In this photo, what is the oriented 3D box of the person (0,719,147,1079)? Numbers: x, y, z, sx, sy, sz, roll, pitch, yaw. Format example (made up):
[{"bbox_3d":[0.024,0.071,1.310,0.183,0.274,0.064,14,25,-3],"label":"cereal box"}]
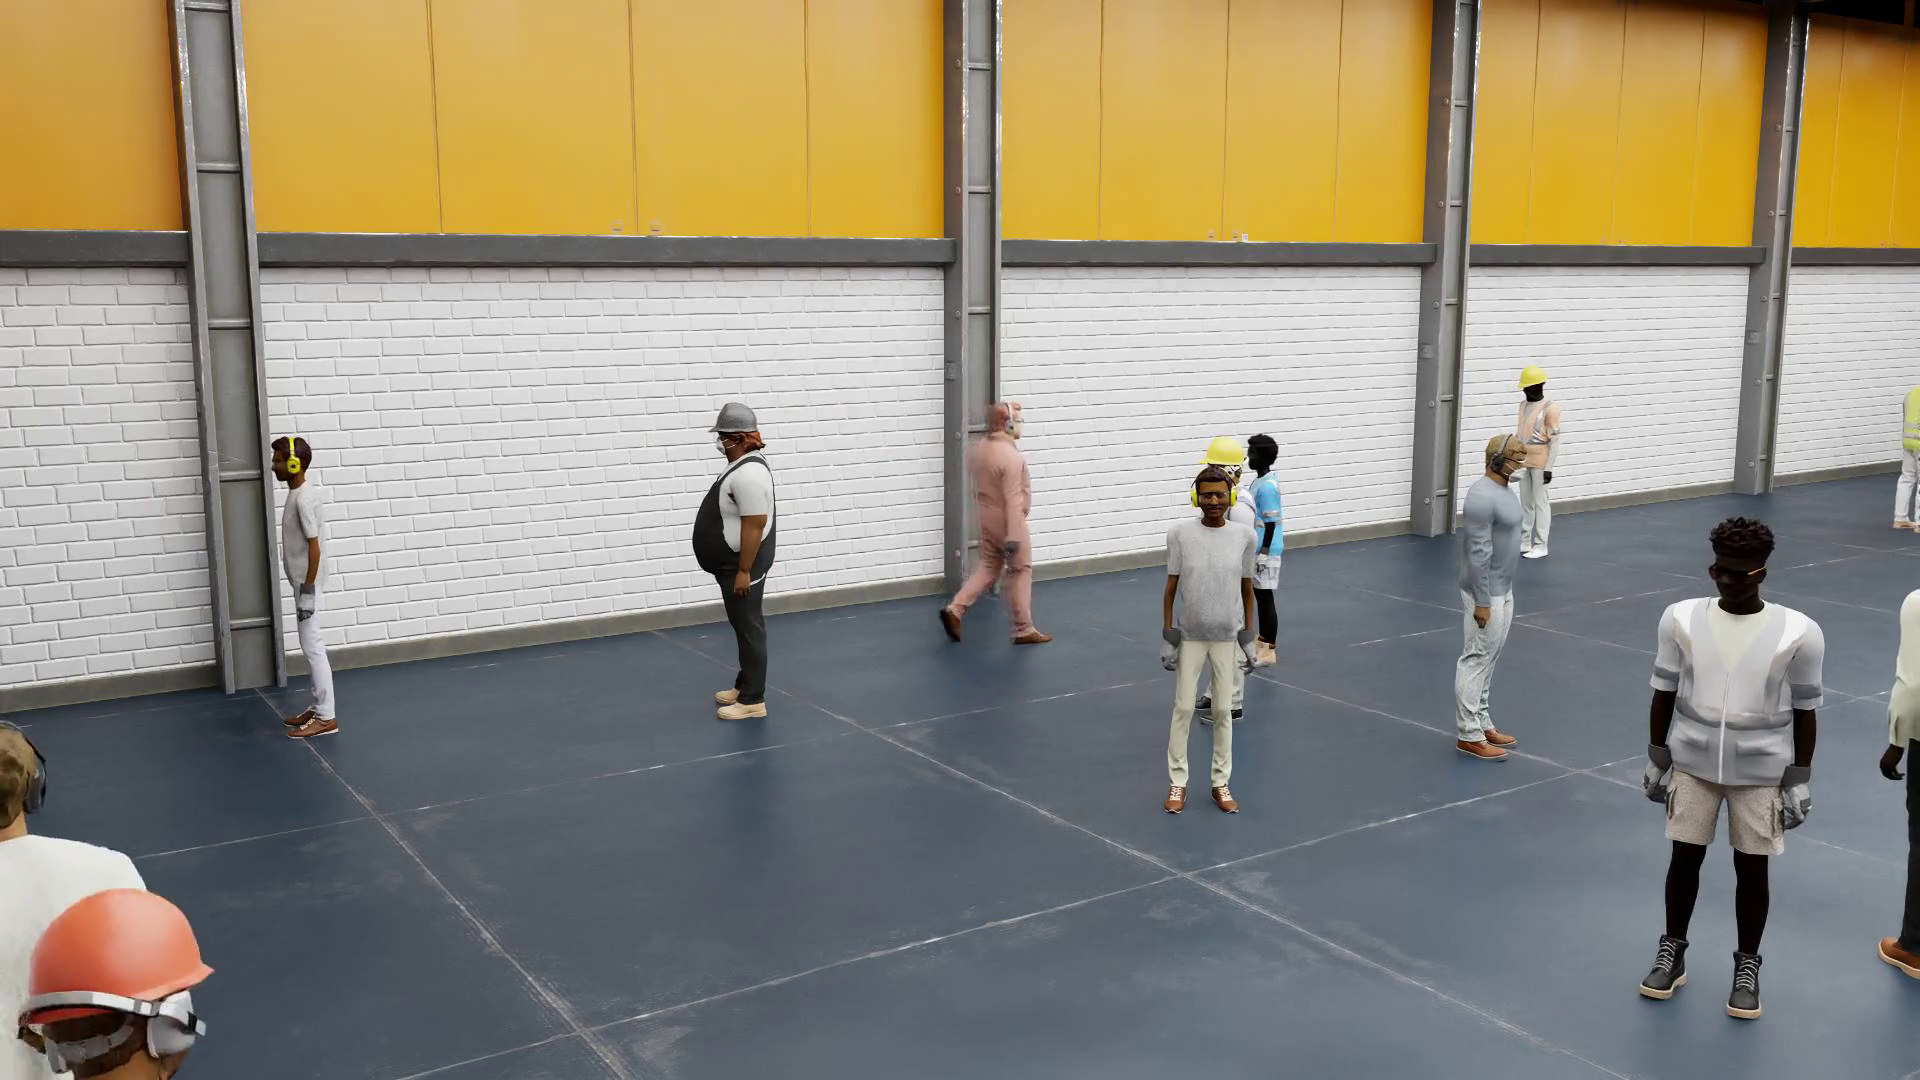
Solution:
[{"bbox_3d":[-2.101,1.353,3.735,0.836,1.917,0.631,9,13,42],"label":"person"}]

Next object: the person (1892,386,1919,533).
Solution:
[{"bbox_3d":[10.530,-0.991,18.133,0.435,1.832,0.630,-1,10,-8],"label":"person"}]

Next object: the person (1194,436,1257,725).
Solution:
[{"bbox_3d":[1.666,0.254,10.601,0.404,1.833,0.590,-1,10,-8],"label":"person"}]

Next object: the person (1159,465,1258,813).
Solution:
[{"bbox_3d":[1.323,0.527,8.845,0.517,1.874,0.327,0,9,2],"label":"person"}]

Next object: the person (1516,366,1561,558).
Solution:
[{"bbox_3d":[5.698,-0.774,16.545,0.396,1.915,0.589,-3,10,-15],"label":"person"}]

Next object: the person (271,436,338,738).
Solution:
[{"bbox_3d":[-4.072,0.289,10.295,0.314,1.864,0.536,-4,10,-24],"label":"person"}]

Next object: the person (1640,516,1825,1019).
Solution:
[{"bbox_3d":[2.986,0.873,6.472,0.612,1.962,0.363,6,11,34],"label":"person"}]

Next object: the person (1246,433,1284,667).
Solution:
[{"bbox_3d":[2.188,0.072,12.106,0.316,1.696,0.542,1,9,4],"label":"person"}]

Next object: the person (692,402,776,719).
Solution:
[{"bbox_3d":[-1.456,0.125,10.757,0.539,2.000,0.689,-1,10,-8],"label":"person"}]

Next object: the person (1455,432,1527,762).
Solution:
[{"bbox_3d":[3.156,0.324,9.879,0.371,1.935,0.627,5,11,30],"label":"person"}]

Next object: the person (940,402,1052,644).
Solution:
[{"bbox_3d":[0.289,-0.115,12.656,0.797,1.885,0.645,-5,11,-27],"label":"person"}]

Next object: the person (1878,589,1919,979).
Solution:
[{"bbox_3d":[4.083,0.808,6.775,0.626,1.992,0.387,1,9,4],"label":"person"}]

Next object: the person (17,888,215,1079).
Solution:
[{"bbox_3d":[-1.337,1.546,2.479,0.647,1.949,0.806,4,10,25],"label":"person"}]
